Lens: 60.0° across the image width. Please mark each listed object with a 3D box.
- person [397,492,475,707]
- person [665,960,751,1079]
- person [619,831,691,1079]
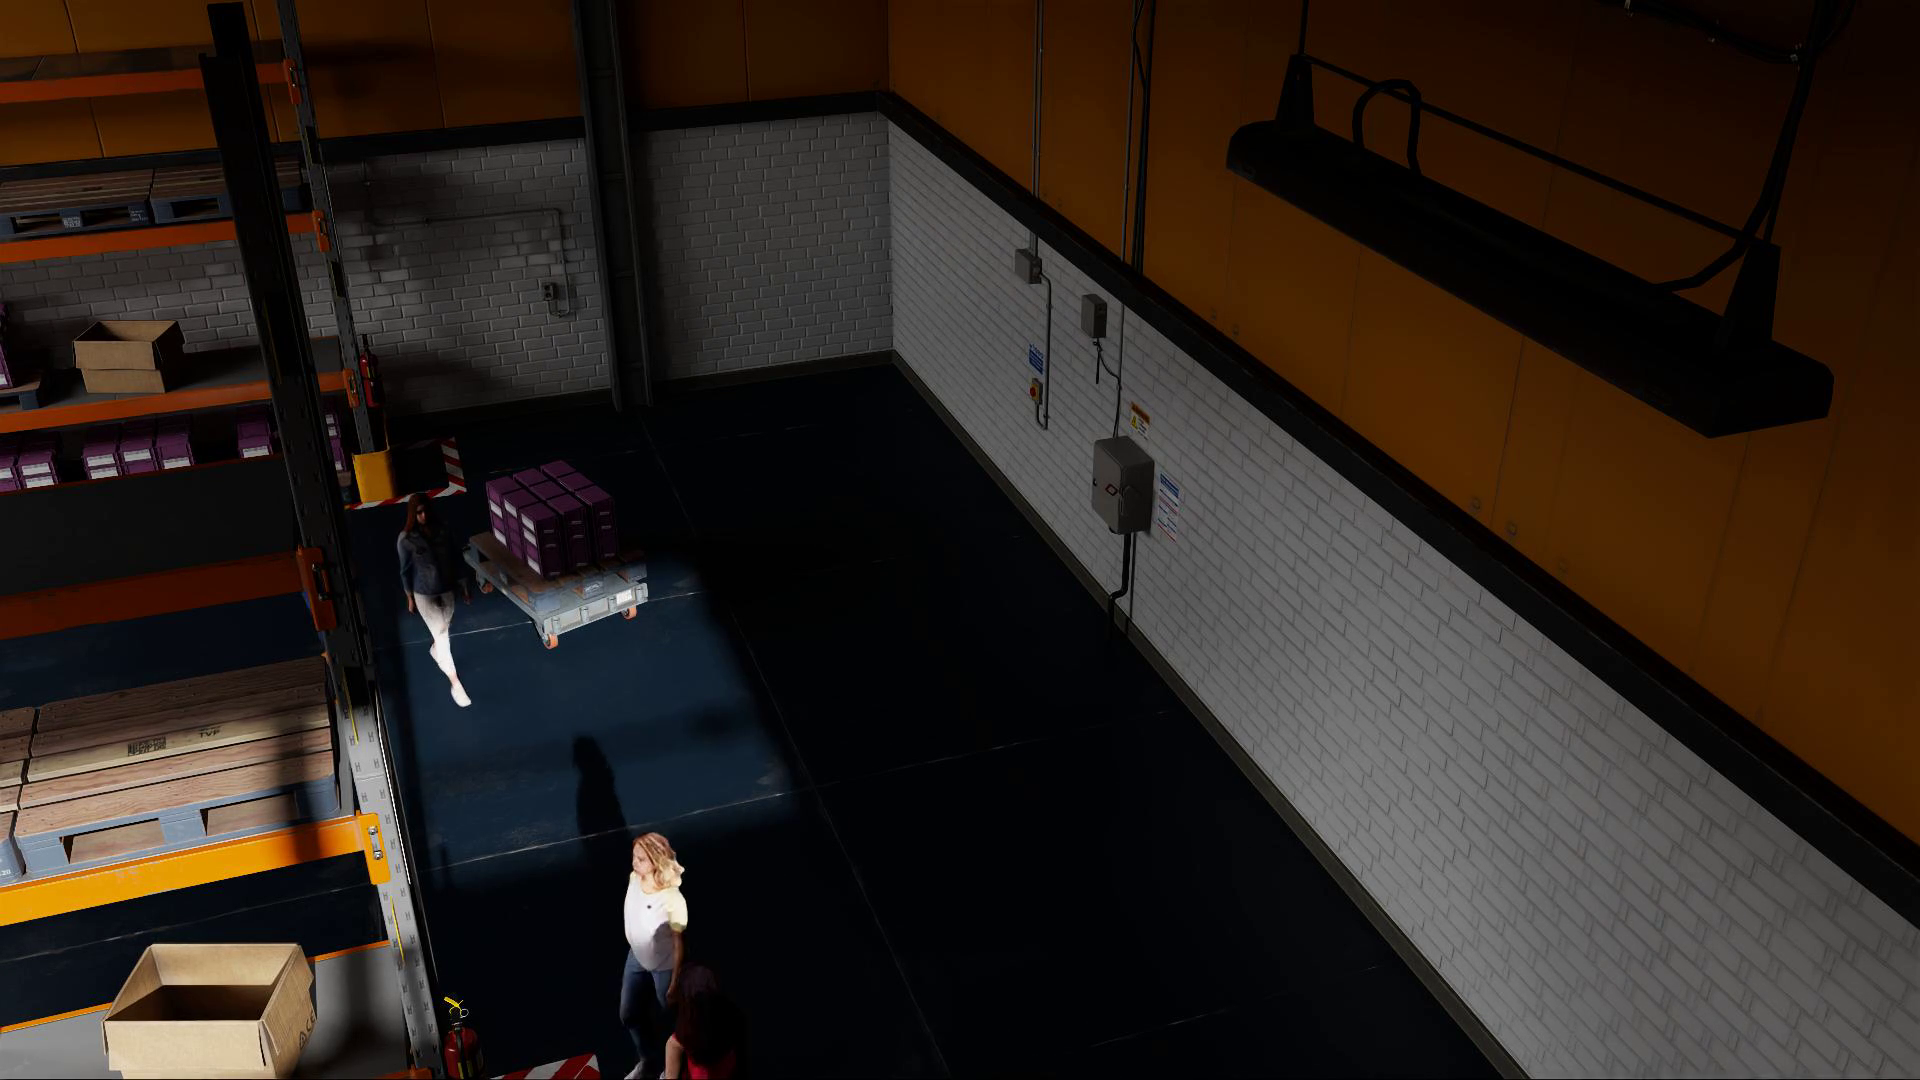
[{"bbox_3d":[-4.031,0.375,12.709,1.110,1.664,0.917,-20,34,-32],"label":"person"},{"bbox_3d":[-1.183,2.848,8.220,1.024,1.620,1.121,21,35,33],"label":"person"},{"bbox_3d":[-1.583,2.288,9.151,0.804,1.712,0.867,23,36,36],"label":"person"}]
